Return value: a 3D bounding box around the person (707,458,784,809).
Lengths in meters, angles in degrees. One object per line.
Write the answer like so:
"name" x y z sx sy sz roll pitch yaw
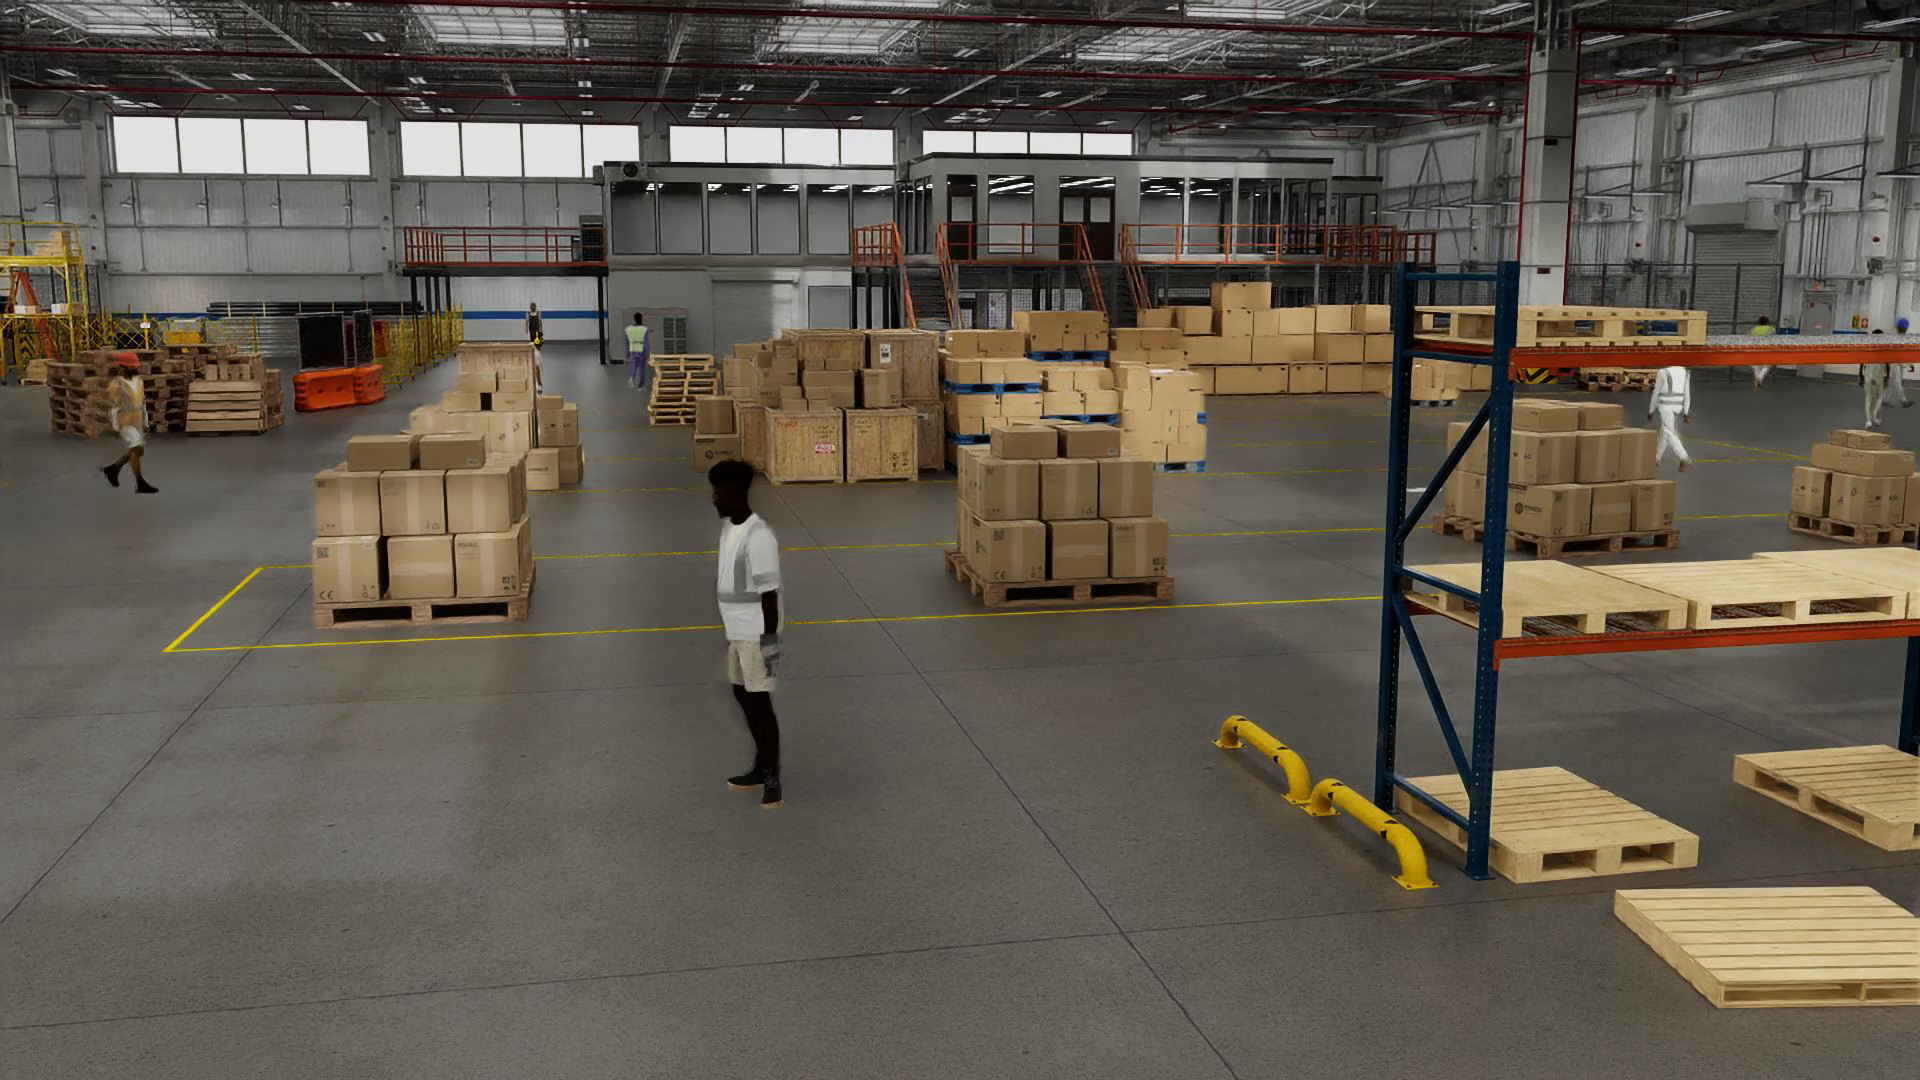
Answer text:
"person" -1.177 0.513 9.350 0.387 1.943 0.687 -4 10 -25

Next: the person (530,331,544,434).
"person" -7.627 -2.828 29.985 0.330 1.861 0.503 -5 11 -28

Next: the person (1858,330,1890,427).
"person" 17.290 -3.054 31.440 0.541 1.825 0.889 5 11 30

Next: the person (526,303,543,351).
"person" -14.396 -7.103 56.224 0.536 1.785 0.995 -2 10 -13

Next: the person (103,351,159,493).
"person" -11.089 -1.565 22.106 0.720 1.914 0.560 2 9 10

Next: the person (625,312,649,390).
"person" -7.858 -4.582 40.514 0.603 1.909 0.501 1 9 7

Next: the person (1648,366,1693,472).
"person" 10.524 -1.930 24.561 0.585 1.858 0.944 -4 10 -24

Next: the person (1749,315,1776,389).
"person" 19.747 -4.616 40.958 0.515 1.825 0.644 -8 13 -42

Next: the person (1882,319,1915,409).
"person" 20.055 -3.741 35.394 0.639 1.896 0.965 -3 10 -15
